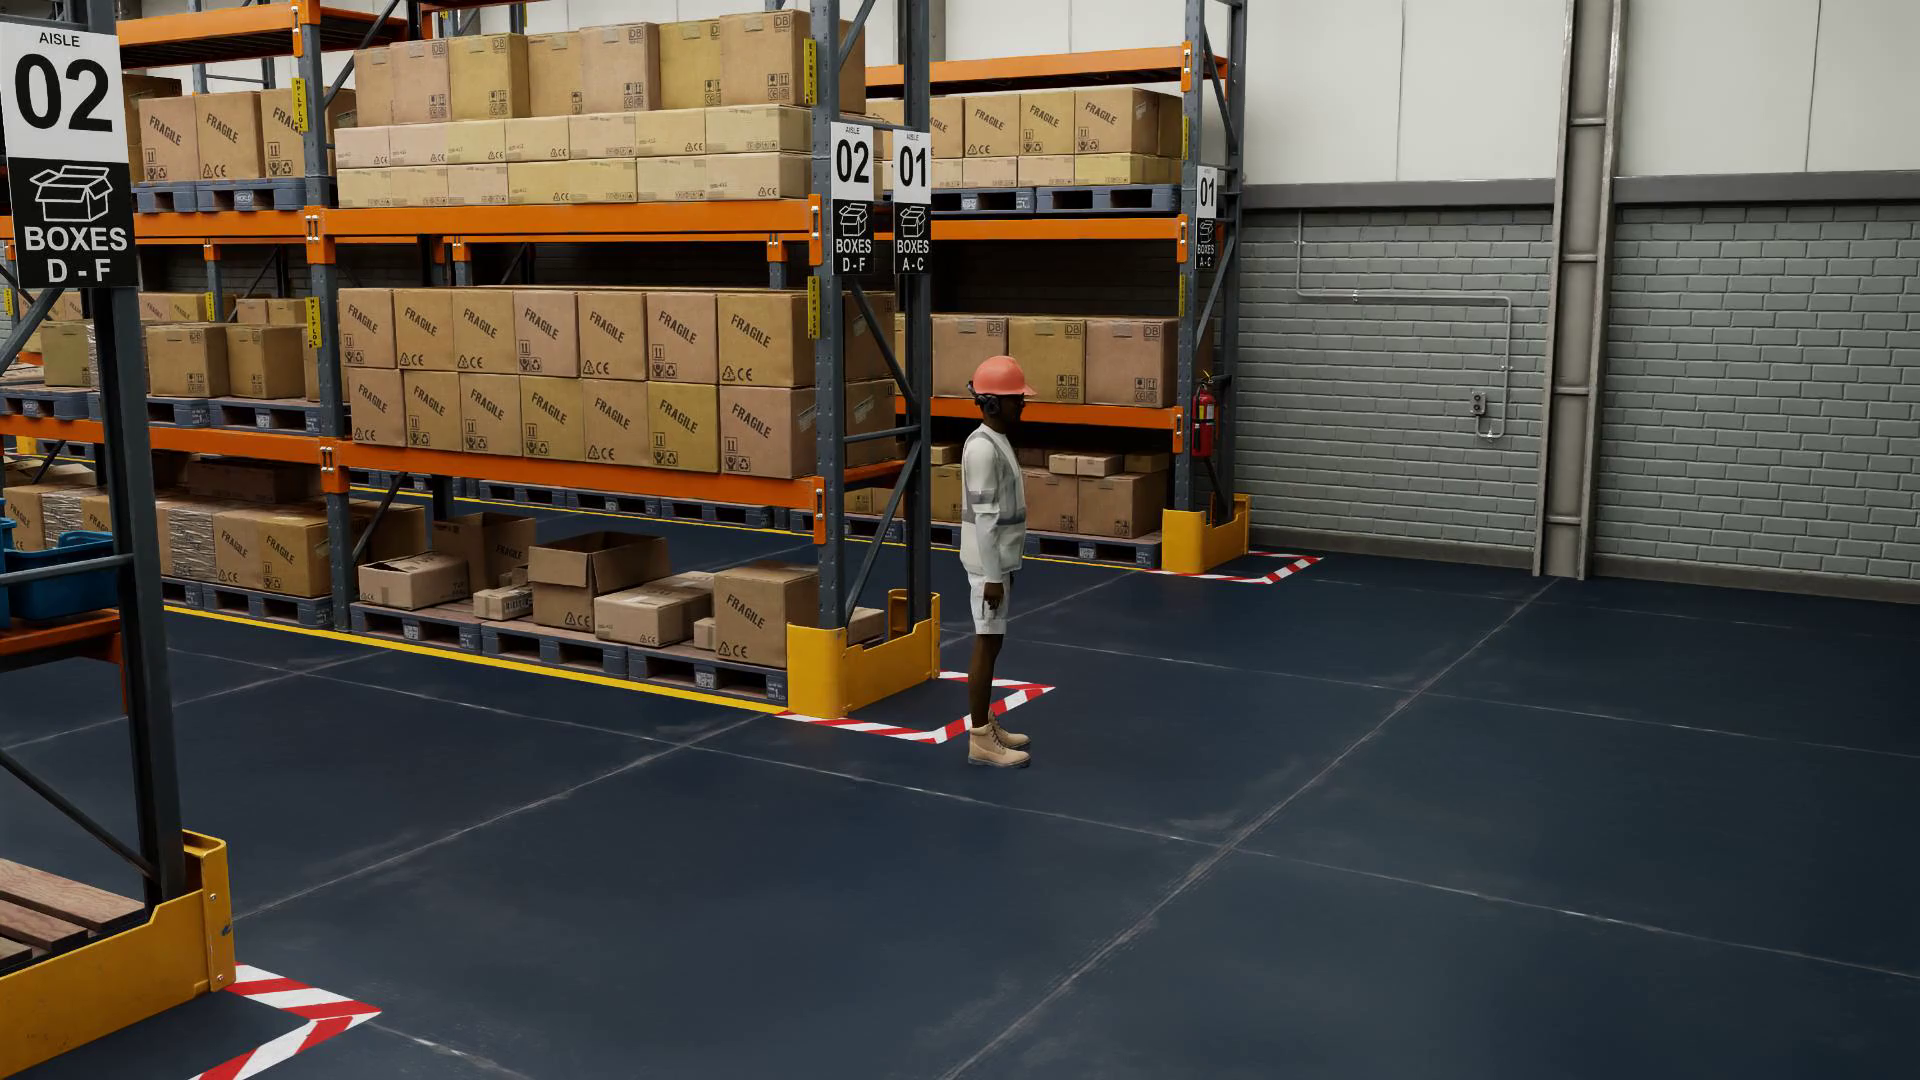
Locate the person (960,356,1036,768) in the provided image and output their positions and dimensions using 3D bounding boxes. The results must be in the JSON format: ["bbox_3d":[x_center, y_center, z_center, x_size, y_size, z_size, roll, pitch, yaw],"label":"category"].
[{"bbox_3d":[0.189,0.105,8.320,0.373,2.044,0.606,1,10,4],"label":"person"}]
